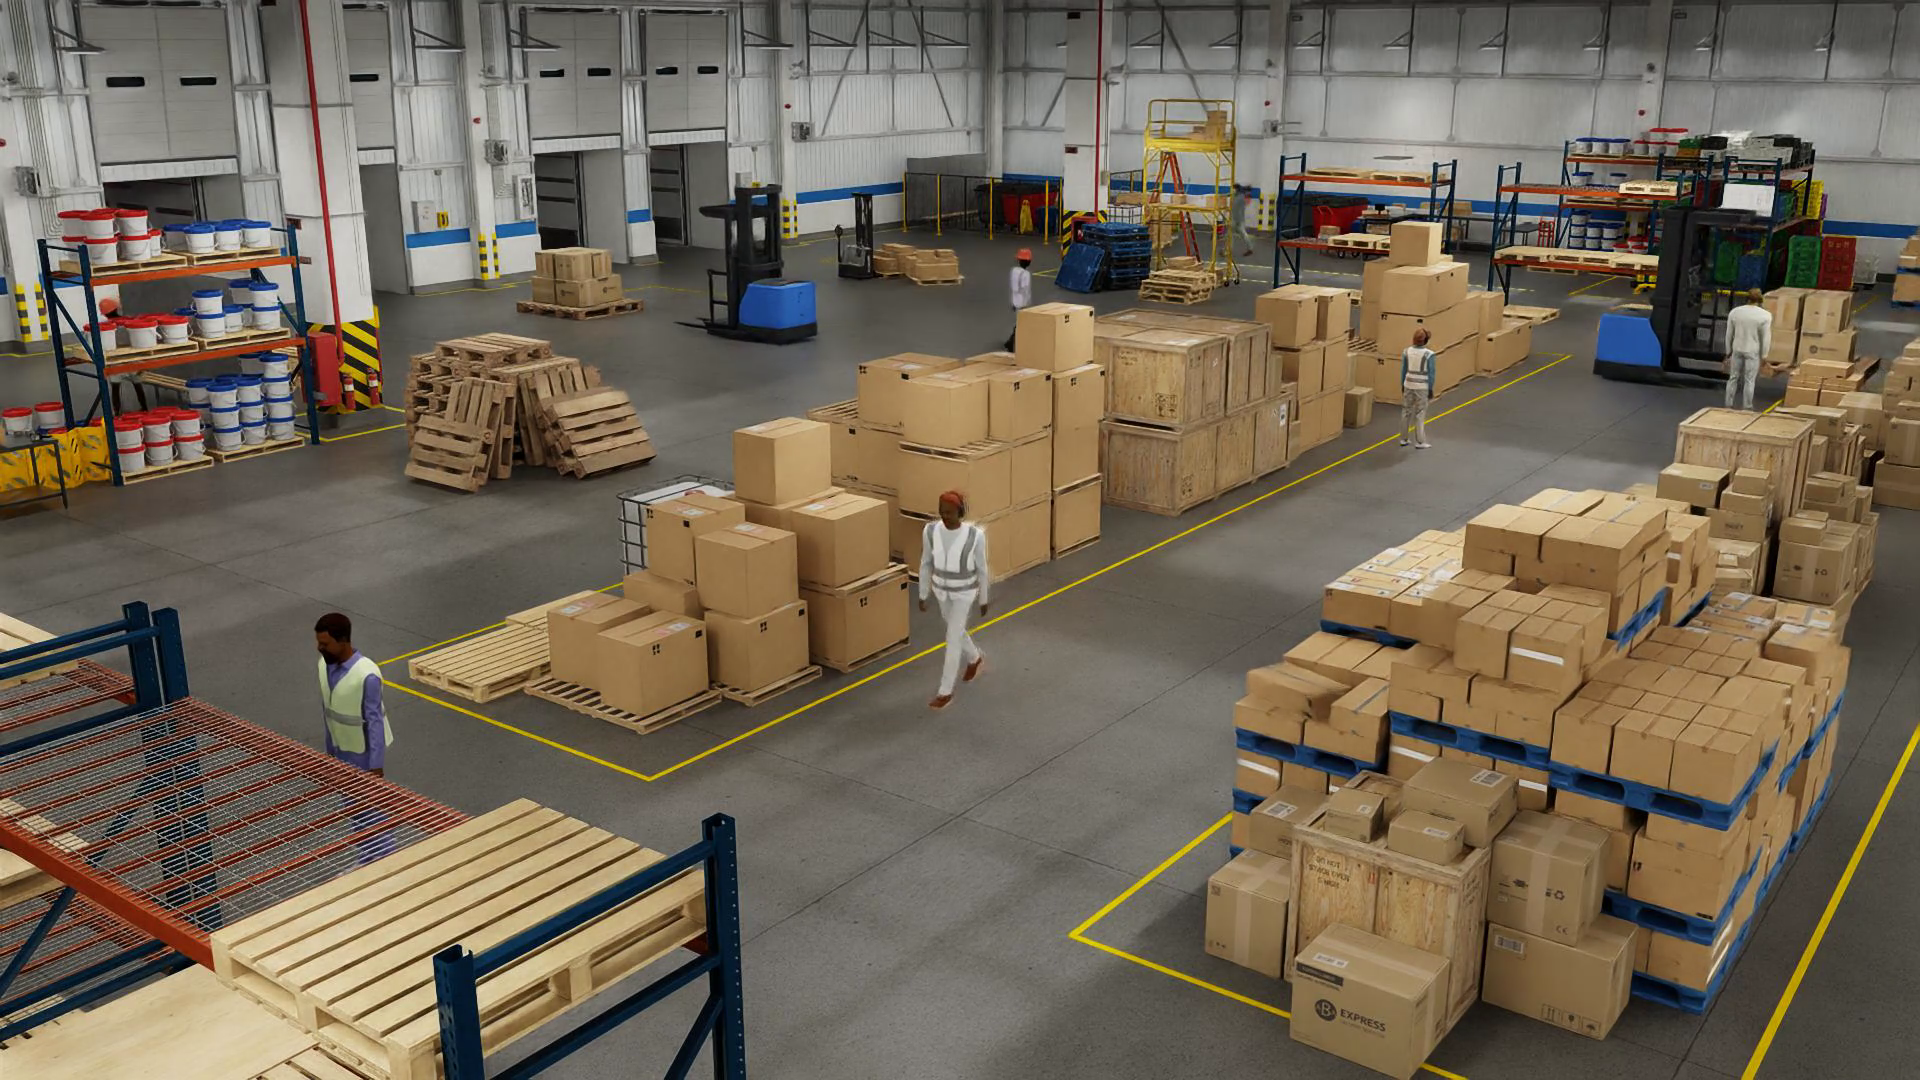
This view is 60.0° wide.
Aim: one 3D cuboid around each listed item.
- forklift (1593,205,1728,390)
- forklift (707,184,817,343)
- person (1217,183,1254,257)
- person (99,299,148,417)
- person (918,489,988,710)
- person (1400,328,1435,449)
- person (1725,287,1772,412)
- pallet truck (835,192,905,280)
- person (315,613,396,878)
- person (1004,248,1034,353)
[{"bbox_3d":[11.510,-3.992,26.993,1.873,2.768,1.129,12,21,35],"label":"forklift"},{"bbox_3d":[-3.698,-5.178,30.919,1.873,2.768,1.129,12,21,35],"label":"forklift"},{"bbox_3d":[7.138,-8.209,42.665,1.053,1.890,0.643,-9,19,-26],"label":"person"},{"bbox_3d":[-12.048,-2.533,23.886,0.571,1.879,0.793,-5,18,-17],"label":"person"},{"bbox_3d":[-0.026,0.433,14.125,0.583,1.846,0.958,9,19,28],"label":"person"},{"bbox_3d":[6.249,-2.072,22.745,0.314,1.641,0.515,-13,21,-37],"label":"person"},{"bbox_3d":[11.599,-2.759,24.513,0.363,1.939,0.636,-15,23,-41],"label":"person"},{"bbox_3d":[-1.936,-7.159,38.982,1.885,1.965,0.823,-12,21,-34],"label":"pallet truck"},{"bbox_3d":[-3.953,1.371,10.898,0.598,1.908,0.403,12,21,35],"label":"person"},{"bbox_3d":[1.080,-4.143,29.124,0.458,1.921,0.573,-8,19,-26],"label":"person"}]
